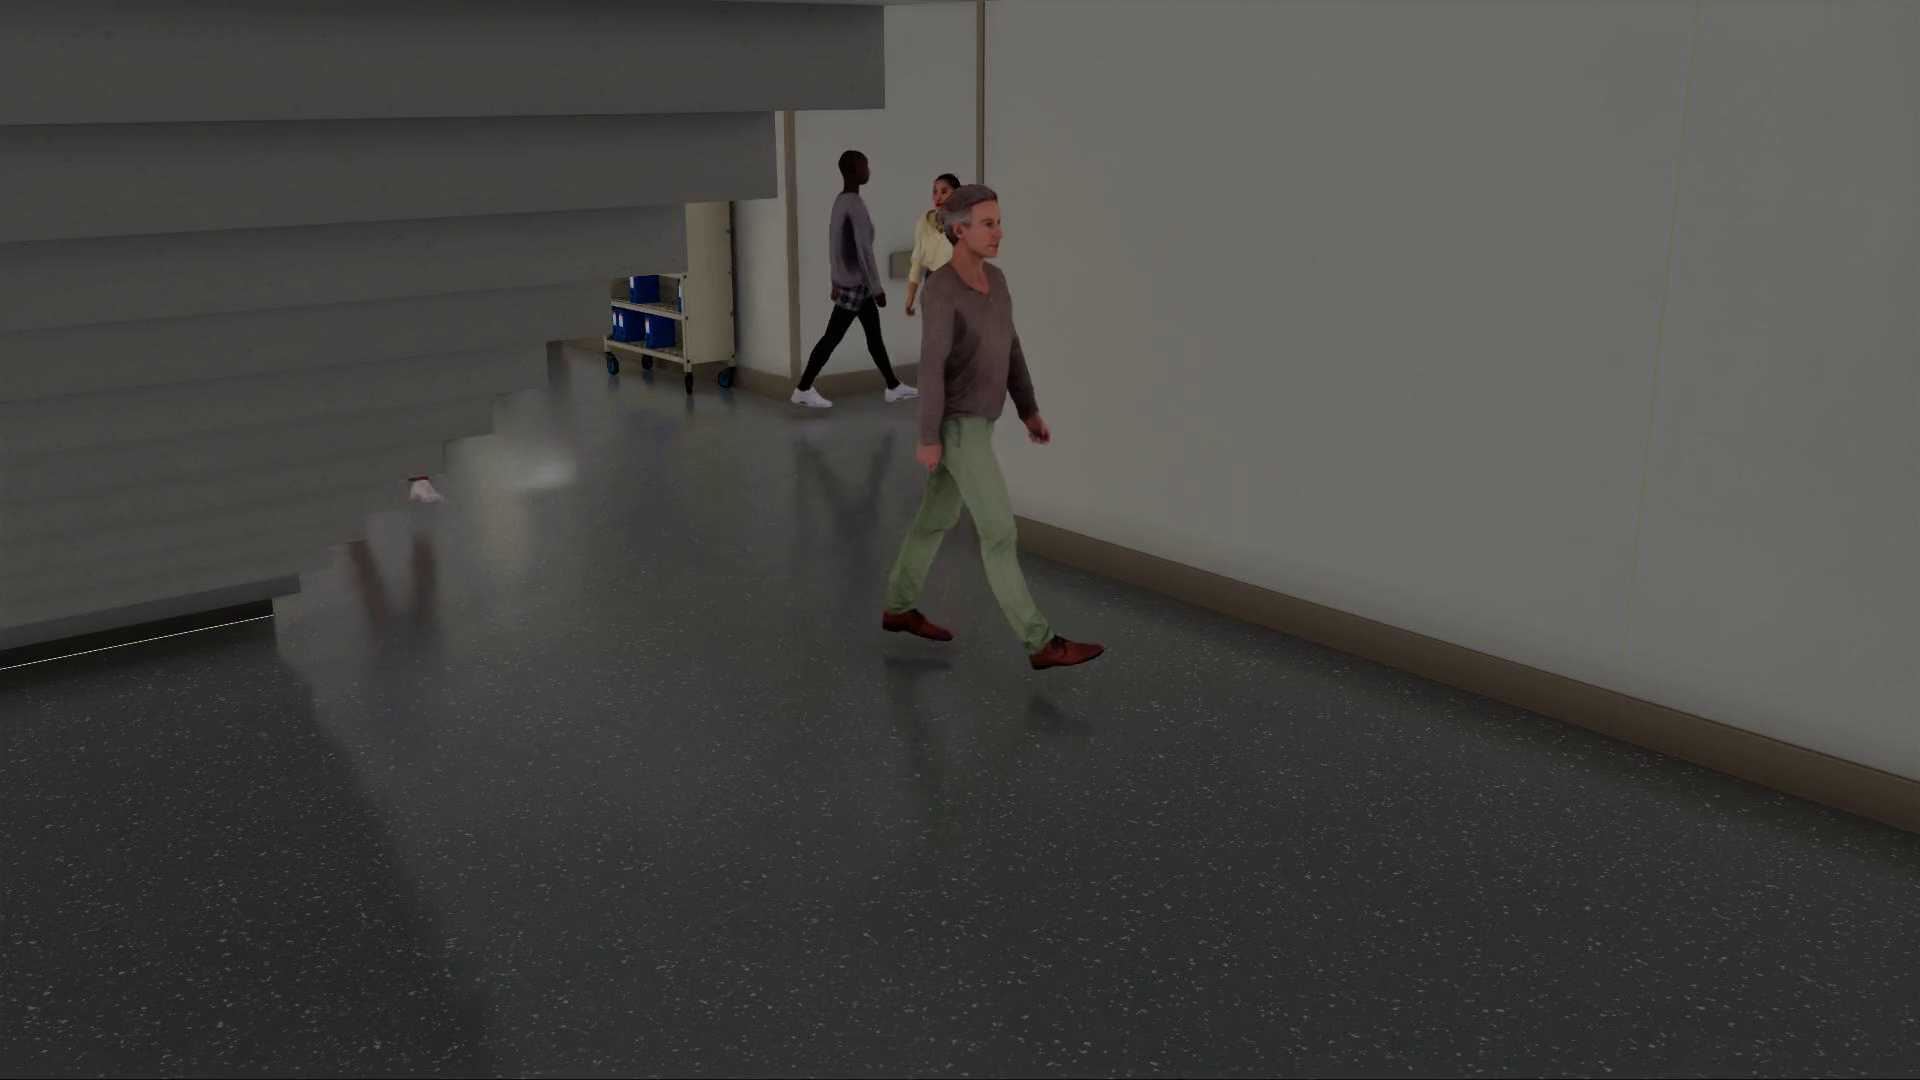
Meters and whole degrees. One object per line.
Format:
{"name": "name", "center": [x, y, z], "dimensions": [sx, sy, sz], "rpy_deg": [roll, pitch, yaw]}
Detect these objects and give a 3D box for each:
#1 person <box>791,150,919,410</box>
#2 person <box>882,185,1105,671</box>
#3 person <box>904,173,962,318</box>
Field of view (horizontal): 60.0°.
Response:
{"name": "person", "center": [-0.826, -1.705, 11.242], "dimensions": [1.058, 1.724, 1.211], "rpy_deg": [-4, 16, -13]}
{"name": "person", "center": [-0.055, -0.404, 6.452], "dimensions": [1.341, 1.818, 1.040], "rpy_deg": [7, 17, 24]}
{"name": "person", "center": [-0.058, -1.644, 11.217], "dimensions": [0.684, 1.620, 0.796], "rpy_deg": [10, 19, 32]}
